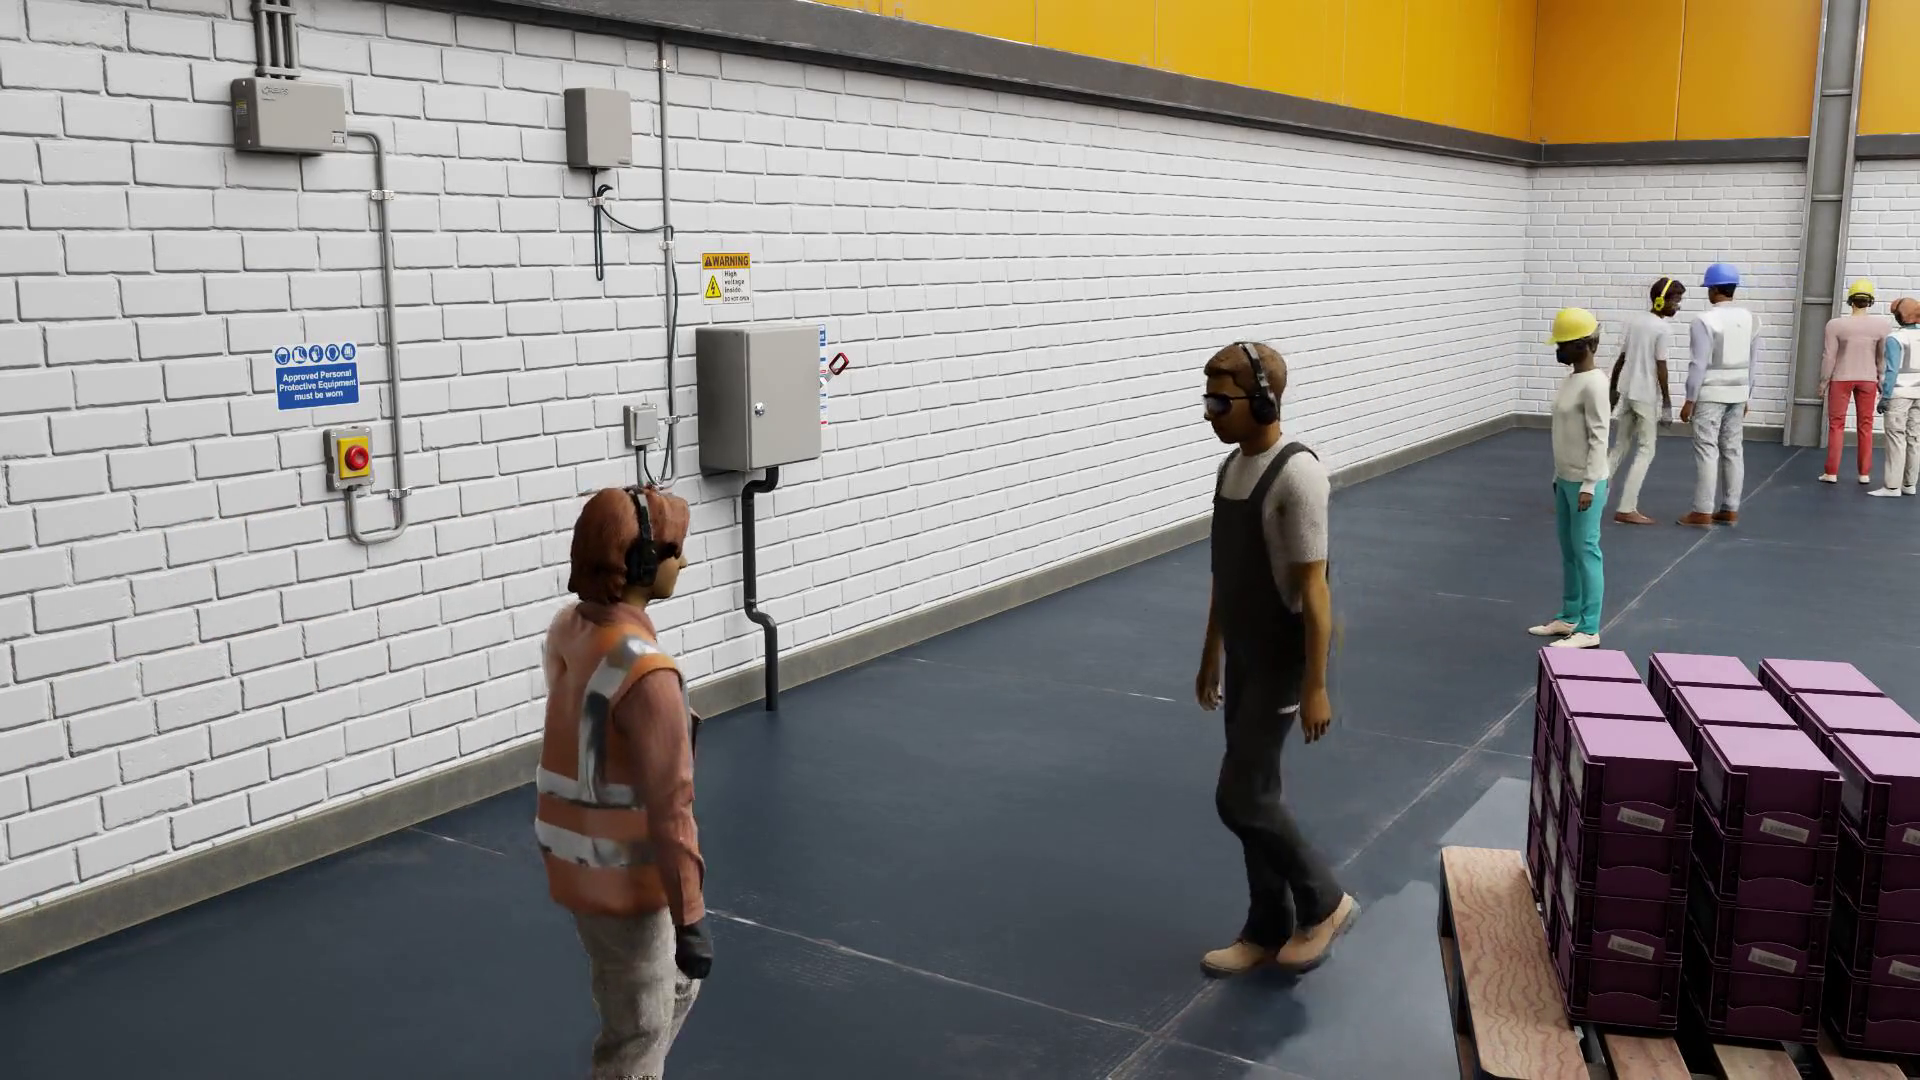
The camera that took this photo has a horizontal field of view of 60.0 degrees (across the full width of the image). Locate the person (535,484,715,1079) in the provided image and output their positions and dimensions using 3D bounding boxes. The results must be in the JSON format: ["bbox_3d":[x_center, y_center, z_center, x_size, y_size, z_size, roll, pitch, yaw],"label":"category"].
[{"bbox_3d":[-0.655,0.695,3.364,0.384,1.621,0.549,-6,12,-30],"label":"person"}]

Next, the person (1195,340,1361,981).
[{"bbox_3d":[0.837,0.359,4.662,0.406,1.827,0.550,-3,11,-15],"label":"person"}]

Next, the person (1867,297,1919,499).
[{"bbox_3d":[7.693,-1.154,13.587,0.515,1.636,0.315,-6,12,-29],"label":"person"}]

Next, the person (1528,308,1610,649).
[{"bbox_3d":[3.157,-0.310,8.576,0.340,1.757,0.527,1,10,4],"label":"person"}]

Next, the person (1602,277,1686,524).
[{"bbox_3d":[5.016,-1.031,12.383,0.453,1.832,0.675,-2,11,-13],"label":"person"}]

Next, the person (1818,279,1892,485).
[{"bbox_3d":[7.706,-1.355,14.354,0.538,1.763,0.328,3,11,15],"label":"person"}]

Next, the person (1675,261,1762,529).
[{"bbox_3d":[5.529,-1.051,12.157,0.614,1.942,0.409,-4,11,-21],"label":"person"}]
